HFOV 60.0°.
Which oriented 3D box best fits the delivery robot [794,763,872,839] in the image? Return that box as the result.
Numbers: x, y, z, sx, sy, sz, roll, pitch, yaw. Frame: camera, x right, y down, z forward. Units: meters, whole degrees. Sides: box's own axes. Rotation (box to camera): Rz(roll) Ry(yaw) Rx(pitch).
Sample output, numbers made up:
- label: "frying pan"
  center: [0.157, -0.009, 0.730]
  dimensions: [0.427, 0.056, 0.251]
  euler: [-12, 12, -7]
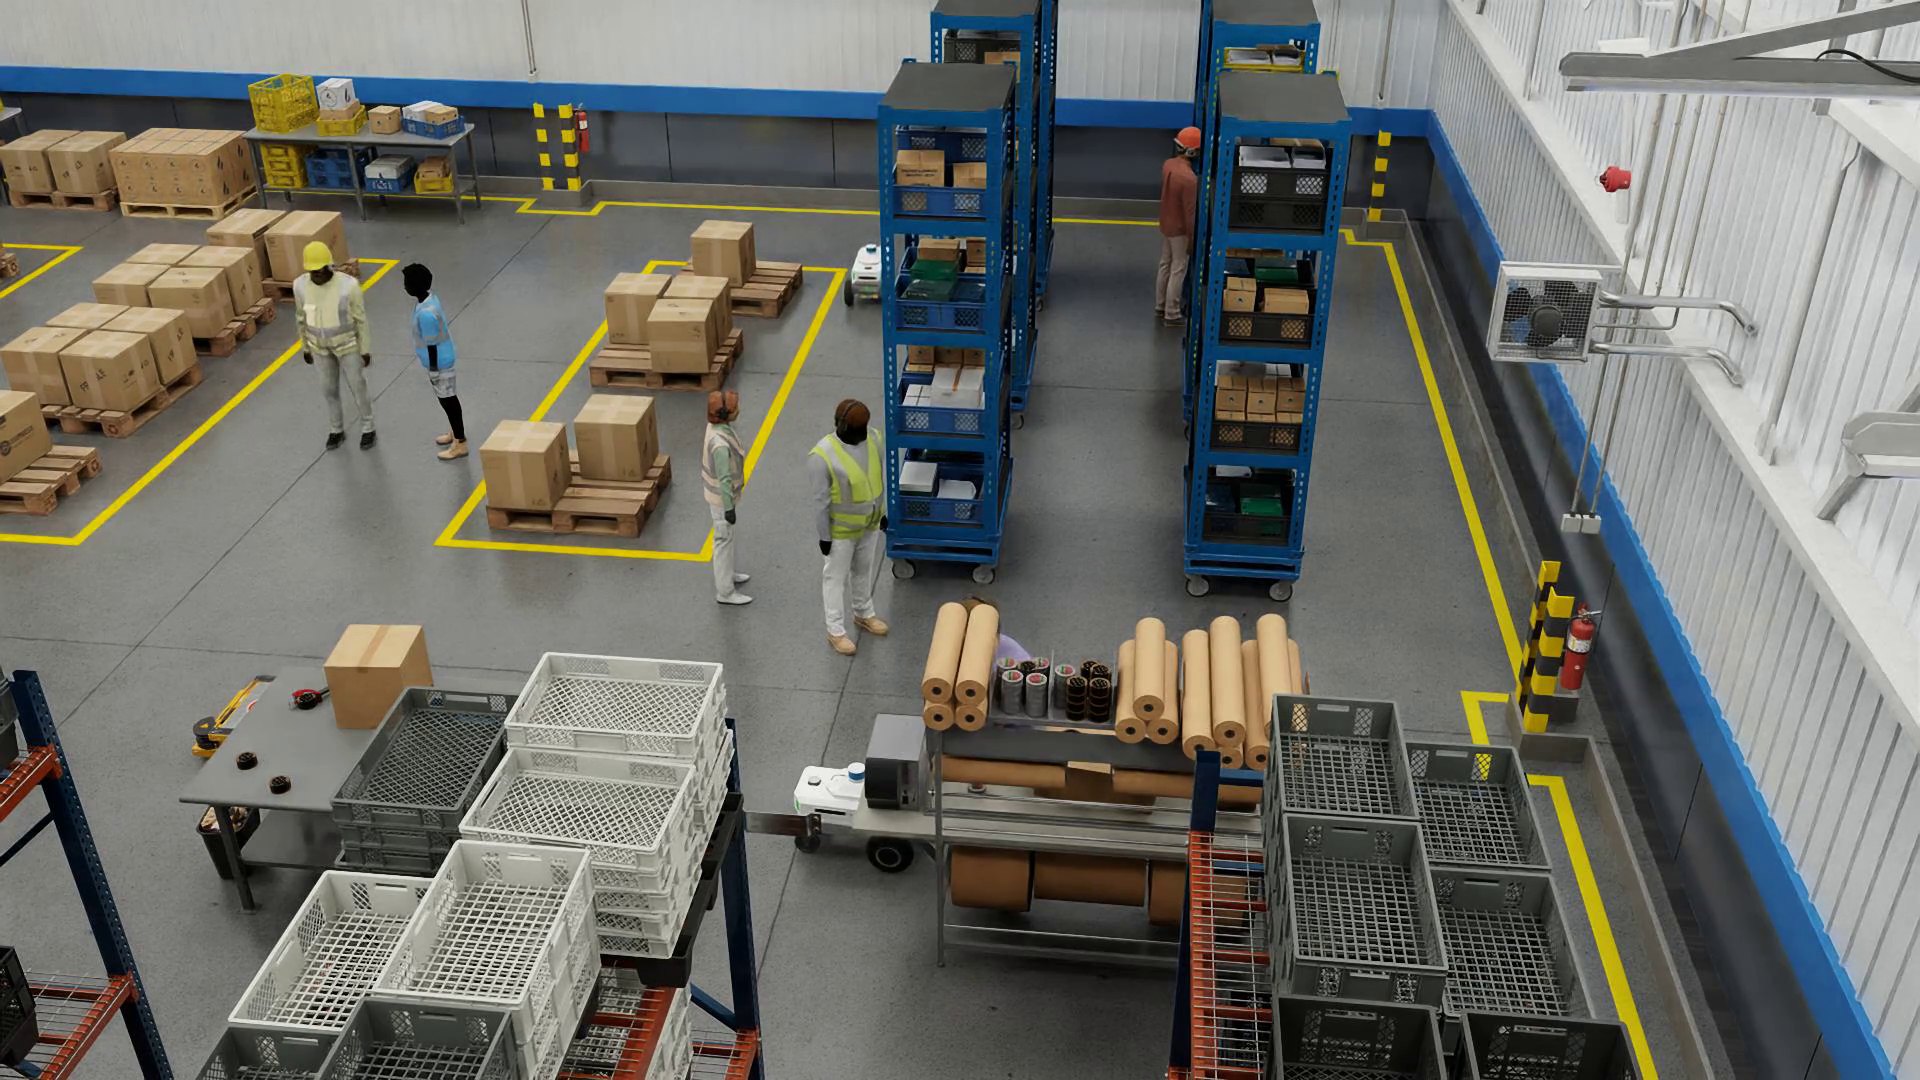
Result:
- label: "delivery robot"
  center: [-0.595, 1.515, 9.673]
  dimensions: [0.707, 0.478, 0.477]
  euler: [6, 31, 9]

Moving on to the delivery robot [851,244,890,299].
- label: "delivery robot"
  center: [-0.907, -2.789, 17.066]
  dimensions: [0.477, 0.478, 0.707]
  euler: [2, 30, 4]

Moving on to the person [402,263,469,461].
- label: "person"
  center: [-4.350, -1.495, 13.815]
  dimensions: [0.322, 1.691, 0.534]
  euler: [-9, 31, -15]

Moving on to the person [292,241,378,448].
- label: "person"
  center: [-5.237, -1.632, 13.922]
  dimensions: [0.604, 1.823, 0.404]
  euler: [1, 30, 2]

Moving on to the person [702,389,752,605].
- label: "person"
  center: [-1.669, -0.313, 11.842]
  dimensions: [0.315, 1.632, 0.520]
  euler: [-5, 31, -8]

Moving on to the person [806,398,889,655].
- label: "person"
  center: [-0.724, -0.113, 11.293]
  dimensions: [0.430, 1.841, 0.619]
  euler: [25, 38, 36]

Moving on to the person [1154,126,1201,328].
- label: "person"
  center: [2.144, -3.042, 16.185]
  dimensions: [0.413, 1.984, 0.624]
  euler: [-10, 32, -16]

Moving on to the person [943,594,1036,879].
- label: "person"
  center: [0.135, 1.106, 9.115]
  dimensions: [0.632, 1.930, 0.374]
  euler: [18, 35, 28]
